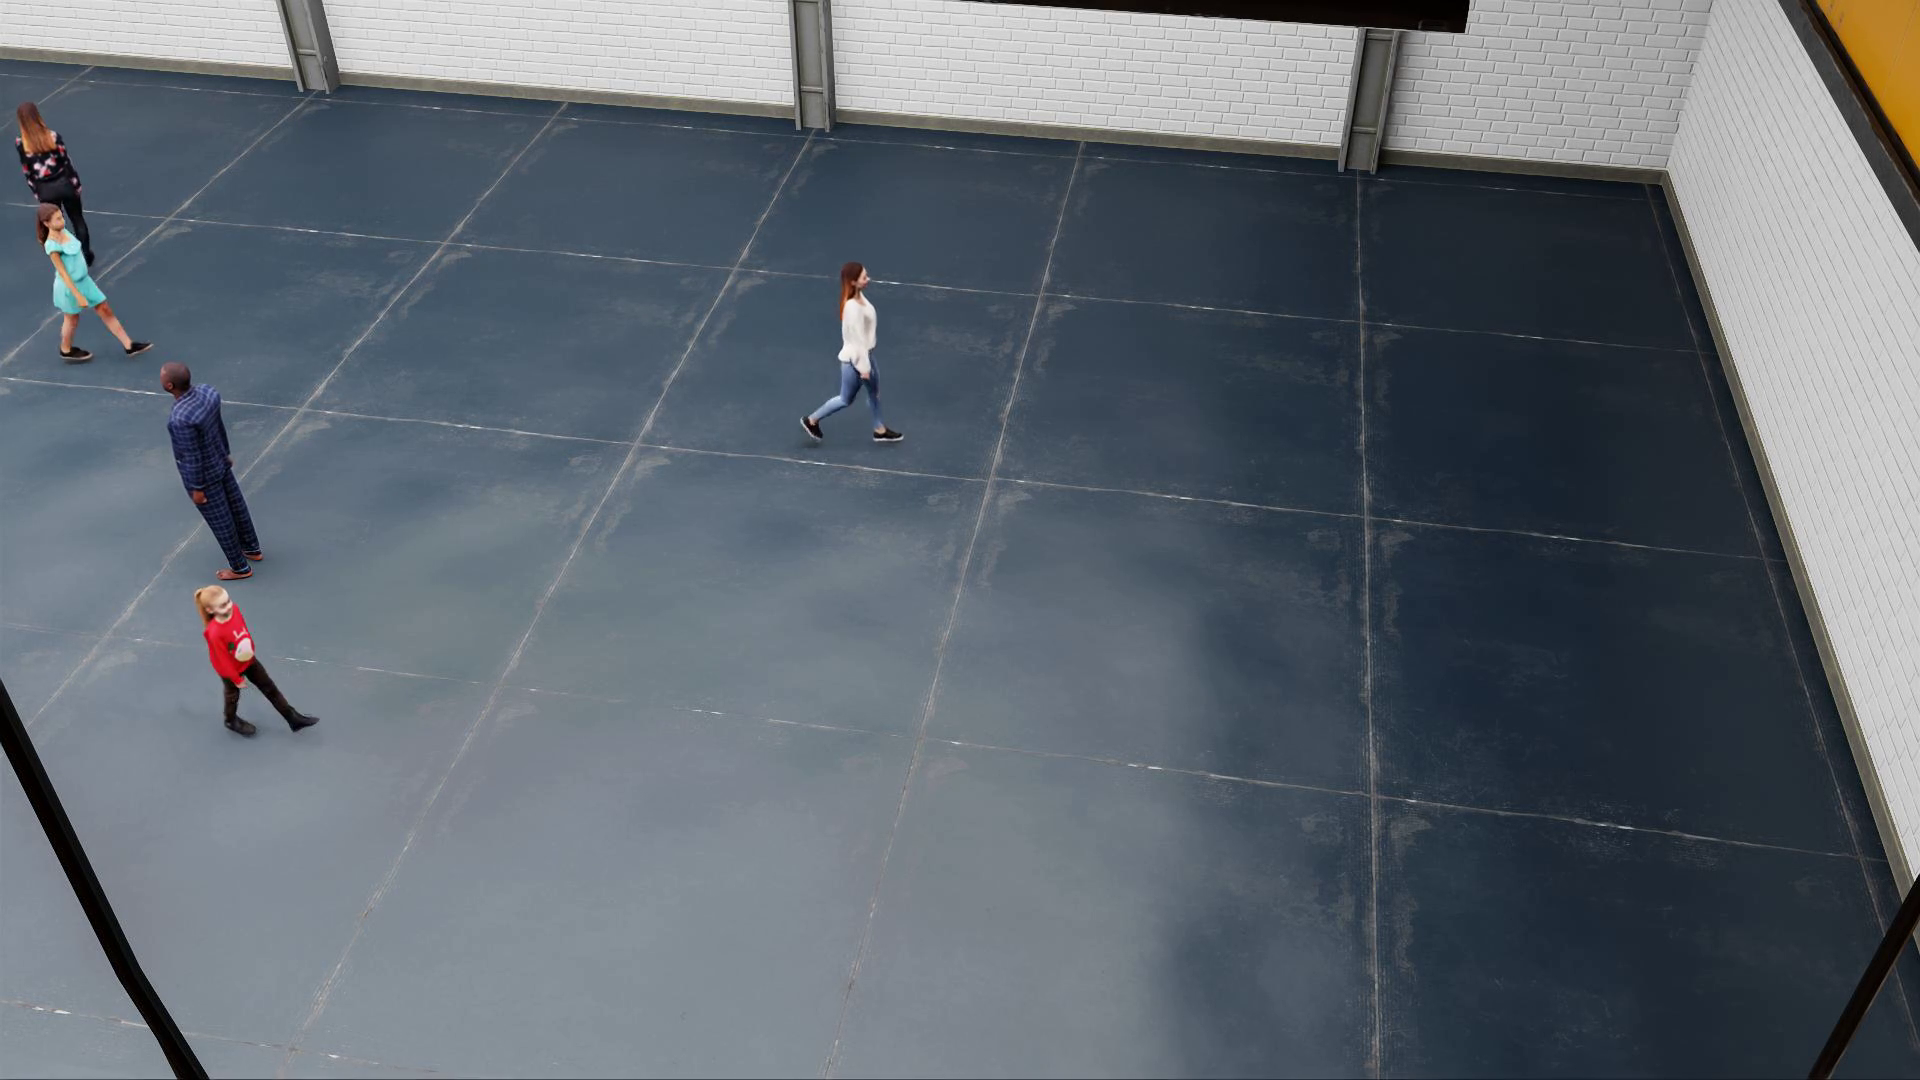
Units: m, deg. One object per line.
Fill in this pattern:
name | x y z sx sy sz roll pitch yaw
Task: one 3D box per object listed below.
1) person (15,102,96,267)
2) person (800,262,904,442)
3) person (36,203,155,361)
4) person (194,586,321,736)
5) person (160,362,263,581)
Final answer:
person | -8.527 -3.292 15.678 0.798 1.672 0.820 -12 40 -14
person | -0.905 -1.448 13.376 1.105 1.664 0.723 0 39 1
person | -7.759 -2.194 14.426 1.085 1.518 0.695 0 39 0
person | -4.776 0.813 10.876 0.889 1.250 0.523 8 39 9
person | -5.459 -0.511 12.074 0.608 1.824 0.679 4 39 6
